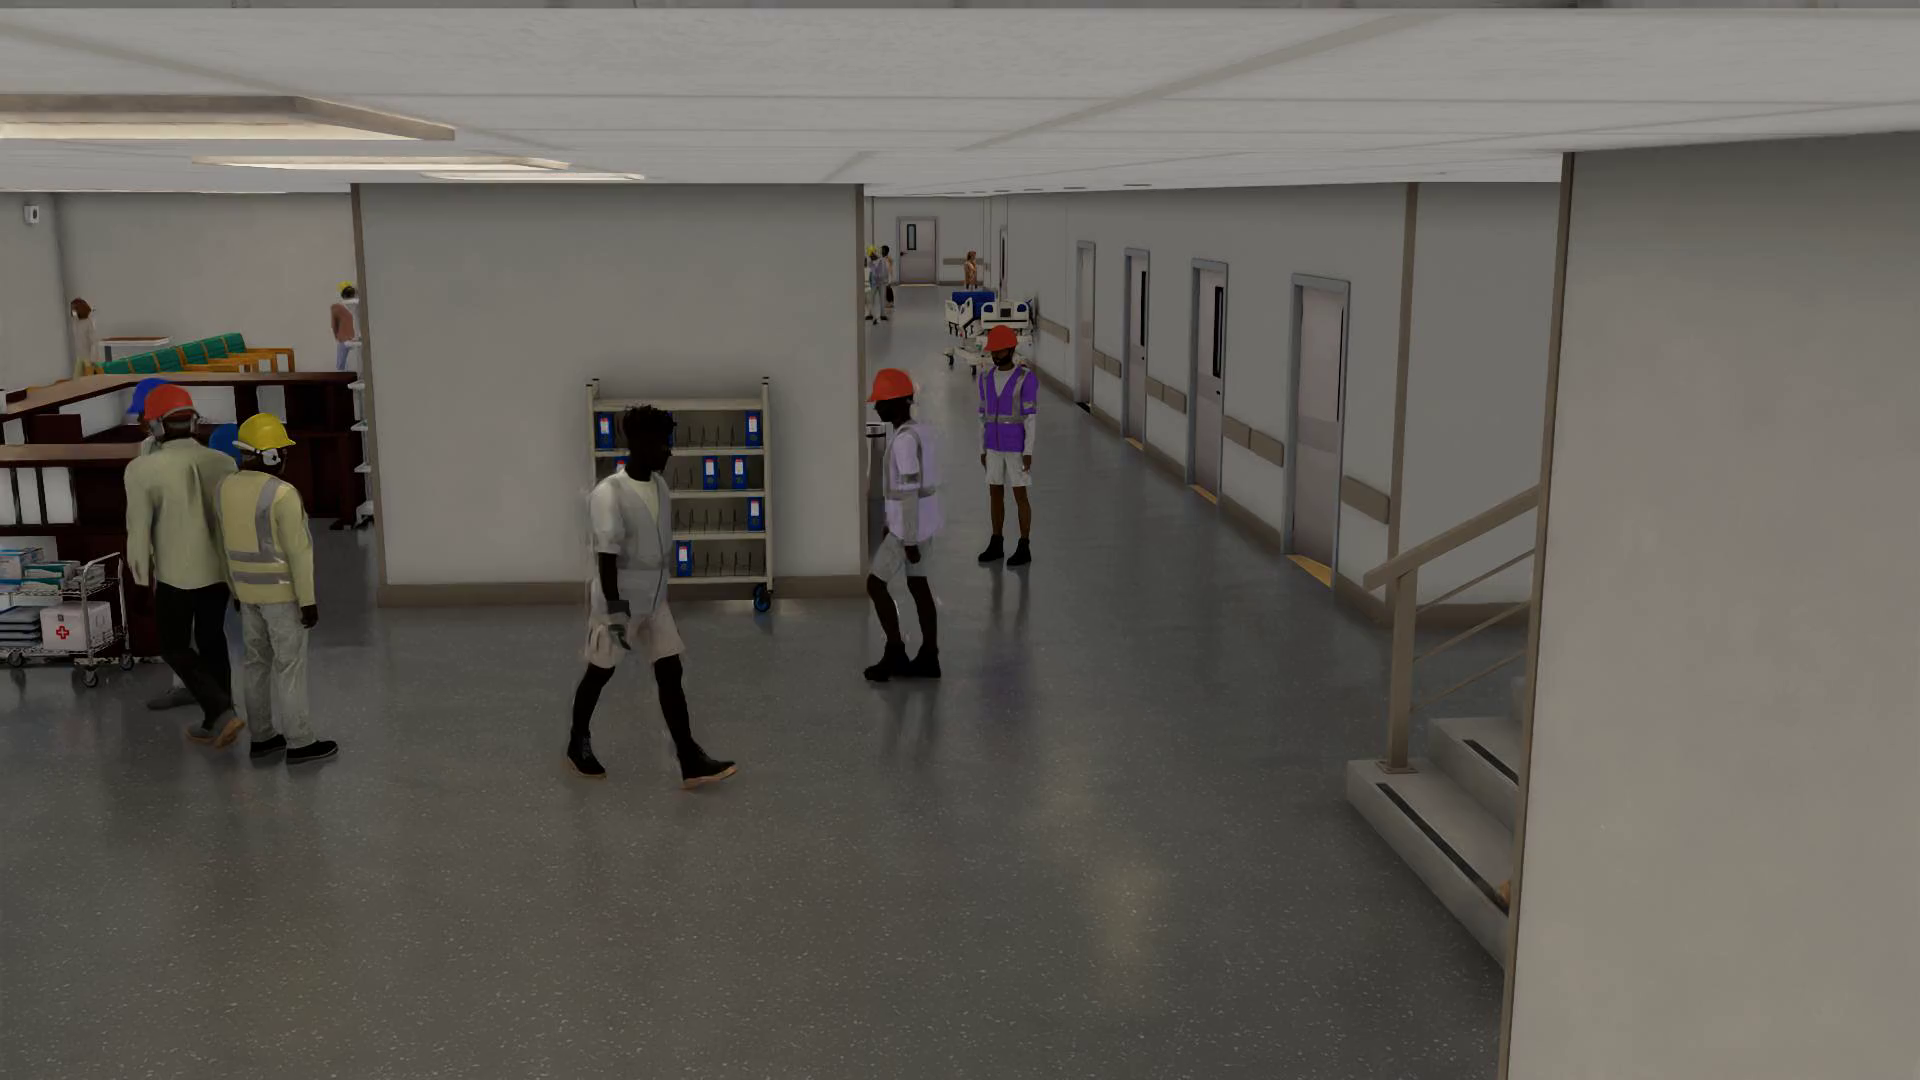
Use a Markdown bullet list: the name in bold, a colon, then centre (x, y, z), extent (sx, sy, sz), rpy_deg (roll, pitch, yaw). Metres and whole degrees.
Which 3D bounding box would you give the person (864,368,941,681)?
- **person**: centre (-0.382, -0.085, 10.091), extent (0.608, 1.908, 0.544), rpy_deg (3, 12, 14)

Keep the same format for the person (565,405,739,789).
- **person**: centre (-1.614, 0.292, 8.236), extent (0.999, 1.917, 0.699), rpy_deg (7, 13, 29)

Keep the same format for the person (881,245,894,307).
- **person**: centre (-1.986, -7.186, 45.358), extent (0.321, 1.690, 0.547), rpy_deg (-4, 12, -18)

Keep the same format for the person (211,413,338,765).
- **person**: centre (-3.556, 0.254, 8.632), extent (0.600, 1.831, 0.404), rpy_deg (6, 13, 27)

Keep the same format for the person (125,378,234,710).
- **person**: centre (-4.424, 0.039, 9.457), extent (0.635, 1.936, 0.452), rpy_deg (10, 15, 40)

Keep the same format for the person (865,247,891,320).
- **person**: centre (-2.008, -6.226, 40.441), extent (0.671, 1.782, 0.410), rpy_deg (0, 12, 1)

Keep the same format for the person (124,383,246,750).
- **person**: centre (-4.004, 0.171, 8.712), extent (0.631, 1.969, 0.656), rpy_deg (7, 14, 33)

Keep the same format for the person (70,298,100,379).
- **person**: centre (-11.703, -2.438, 22.318), extent (0.501, 1.616, 0.388), rpy_deg (7, 13, 30)

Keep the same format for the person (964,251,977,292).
- **person**: centre (0.268, -6.399, 41.613), extent (0.314, 1.642, 0.515), rpy_deg (6, 13, 29)

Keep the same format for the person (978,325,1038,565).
- **person**: centre (0.357, -0.758, 13.354), extent (0.537, 1.930, 0.379), rpy_deg (8, 14, 33)
